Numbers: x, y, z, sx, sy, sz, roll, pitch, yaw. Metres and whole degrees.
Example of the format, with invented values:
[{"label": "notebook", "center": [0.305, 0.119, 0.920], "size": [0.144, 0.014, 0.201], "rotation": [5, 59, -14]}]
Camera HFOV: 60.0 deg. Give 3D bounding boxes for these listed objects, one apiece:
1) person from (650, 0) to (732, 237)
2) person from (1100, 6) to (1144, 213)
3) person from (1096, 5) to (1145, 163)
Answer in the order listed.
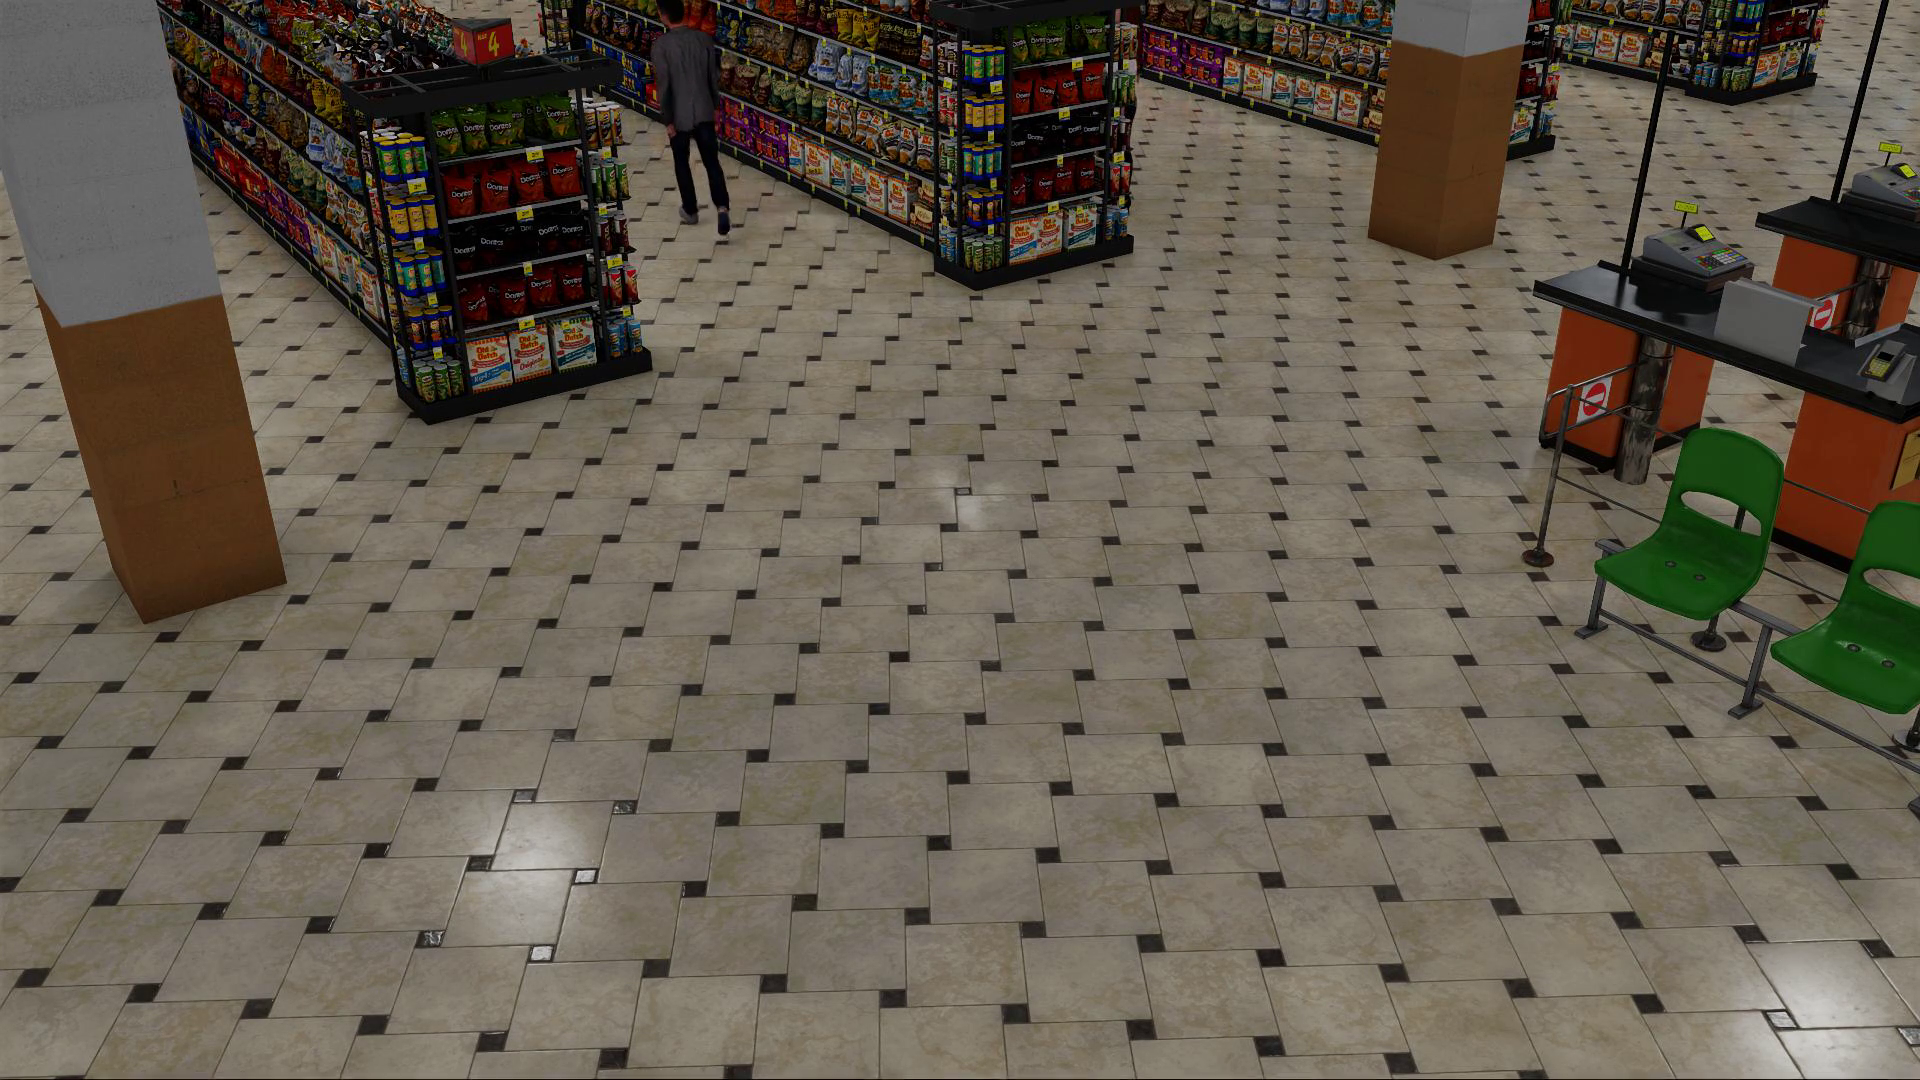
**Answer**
[{"label": "person", "center": [-2.084, -3.301, 13.065], "size": [0.870, 1.838, 1.201], "rotation": [-11, 31, -19]}, {"label": "person", "center": [1.324, -3.568, 13.636], "size": [0.725, 1.760, 0.601], "rotation": [-3, 29, -6]}, {"label": "person", "center": [1.299, -4.246, 14.781], "size": [0.756, 1.853, 0.761], "rotation": [-13, 31, -23]}]
